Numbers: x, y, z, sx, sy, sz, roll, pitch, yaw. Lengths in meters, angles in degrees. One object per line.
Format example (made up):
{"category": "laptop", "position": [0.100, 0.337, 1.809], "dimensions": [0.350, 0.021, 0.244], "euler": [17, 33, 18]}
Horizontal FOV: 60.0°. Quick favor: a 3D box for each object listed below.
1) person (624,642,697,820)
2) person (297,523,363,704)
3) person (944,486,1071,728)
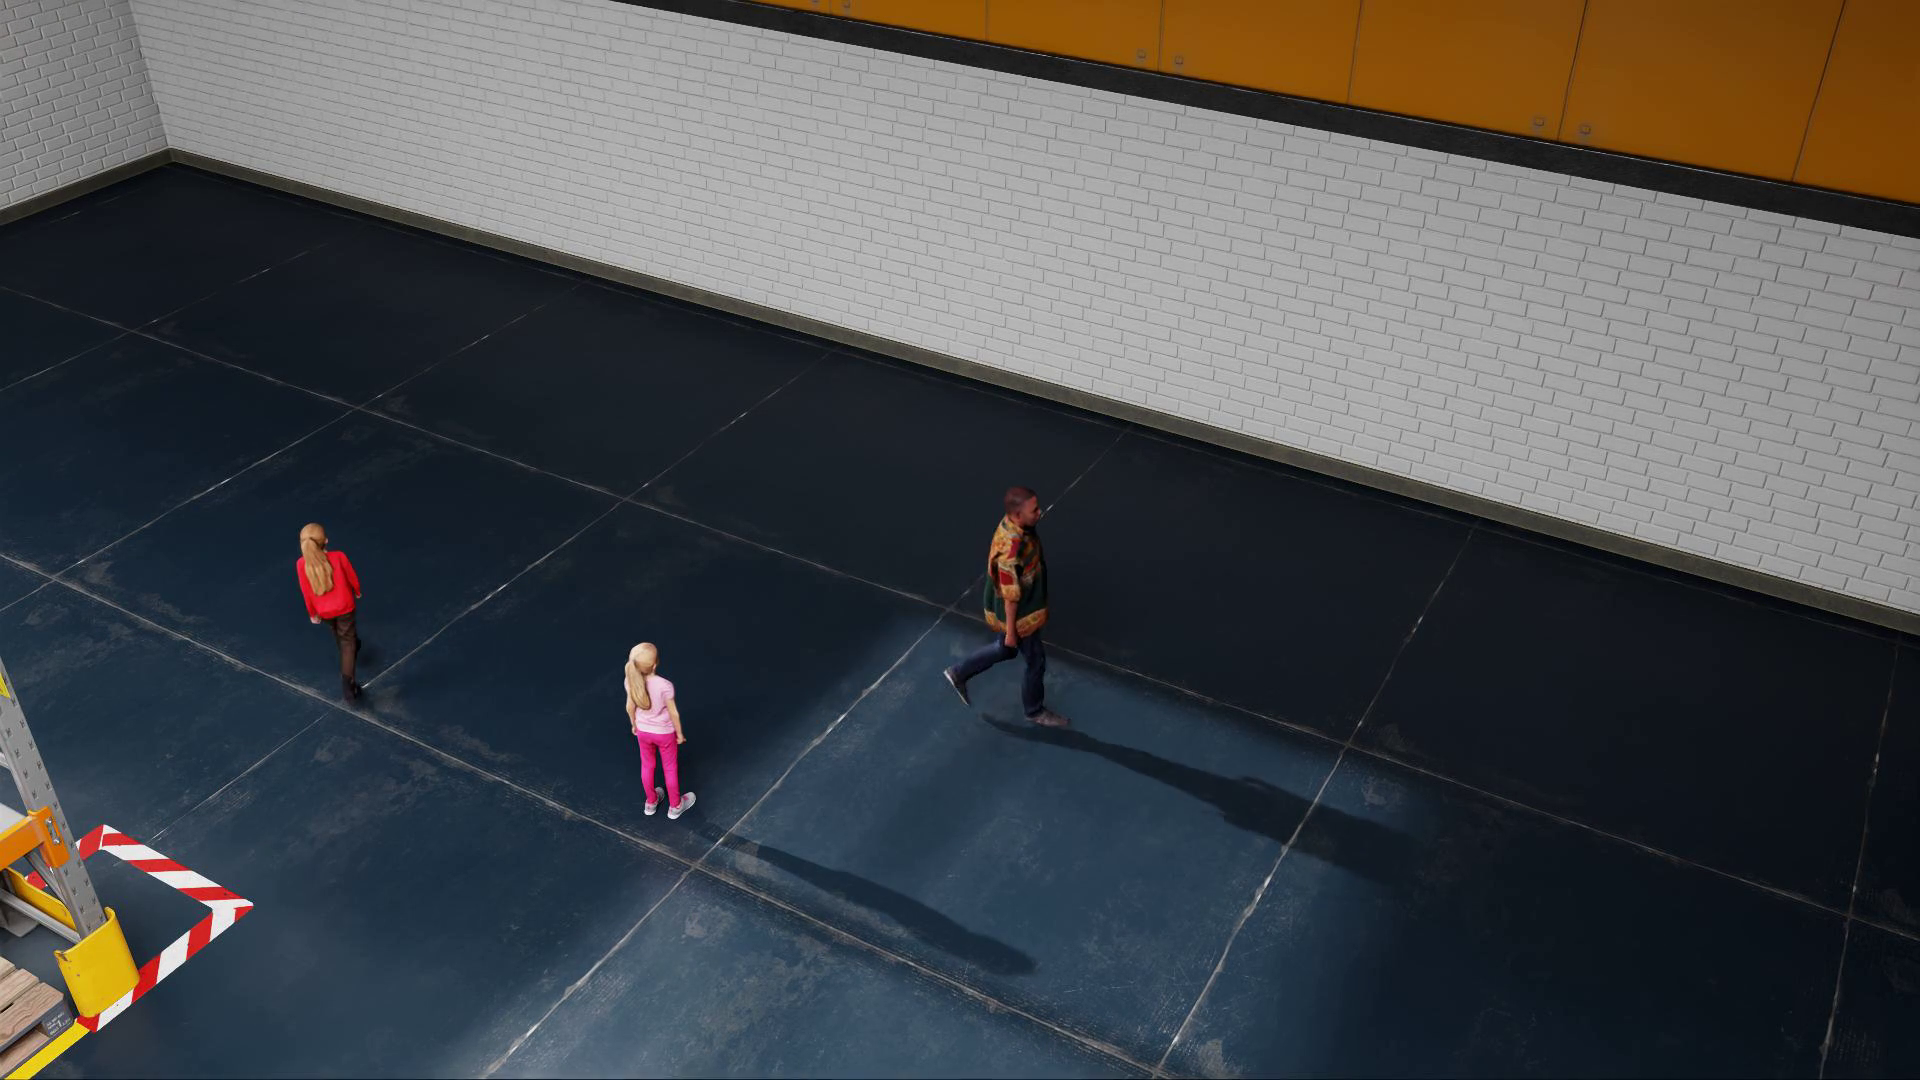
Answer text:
{"category": "person", "position": [-1.824, 1.131, 9.963], "dimensions": [0.539, 1.271, 0.565], "euler": [9, 35, 14]}
{"category": "person", "position": [-4.113, 0.484, 10.953], "dimensions": [0.823, 1.252, 0.966], "euler": [-4, 34, -6]}
{"category": "person", "position": [0.283, 0.427, 10.559], "dimensions": [0.980, 1.783, 1.120], "euler": [6, 34, 9]}
